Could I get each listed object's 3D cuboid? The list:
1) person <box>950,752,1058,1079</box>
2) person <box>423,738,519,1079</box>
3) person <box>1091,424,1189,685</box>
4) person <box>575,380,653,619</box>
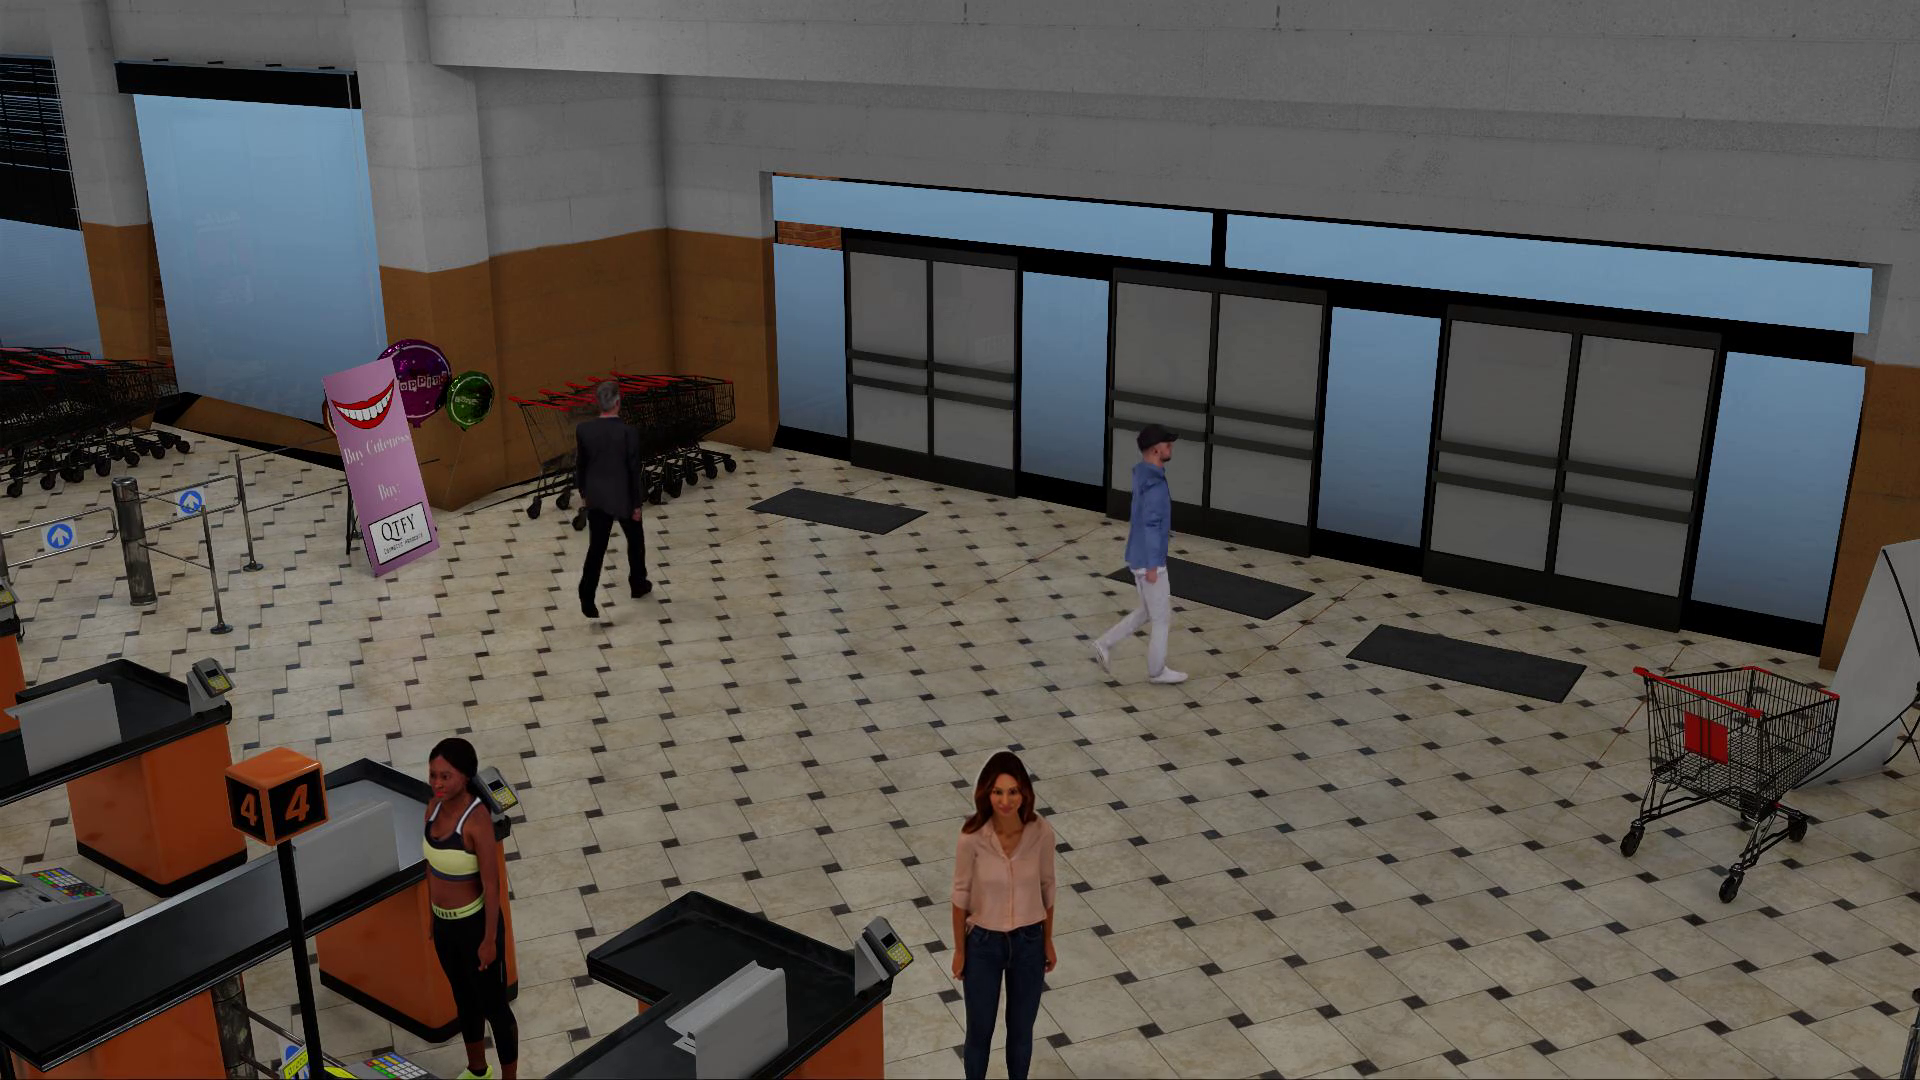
[{"bbox_3d":[0.182,1.684,6.900,0.668,1.790,0.723,-3,19,-8],"label":"person"},{"bbox_3d":[-2.081,1.643,7.080,0.557,1.753,0.509,14,23,35],"label":"person"},{"bbox_3d":[1.230,0.115,11.417,1.029,1.878,0.987,-2,19,-5],"label":"person"},{"bbox_3d":[-2.695,-0.281,12.714,1.067,1.798,1.332,3,19,9],"label":"person"}]
